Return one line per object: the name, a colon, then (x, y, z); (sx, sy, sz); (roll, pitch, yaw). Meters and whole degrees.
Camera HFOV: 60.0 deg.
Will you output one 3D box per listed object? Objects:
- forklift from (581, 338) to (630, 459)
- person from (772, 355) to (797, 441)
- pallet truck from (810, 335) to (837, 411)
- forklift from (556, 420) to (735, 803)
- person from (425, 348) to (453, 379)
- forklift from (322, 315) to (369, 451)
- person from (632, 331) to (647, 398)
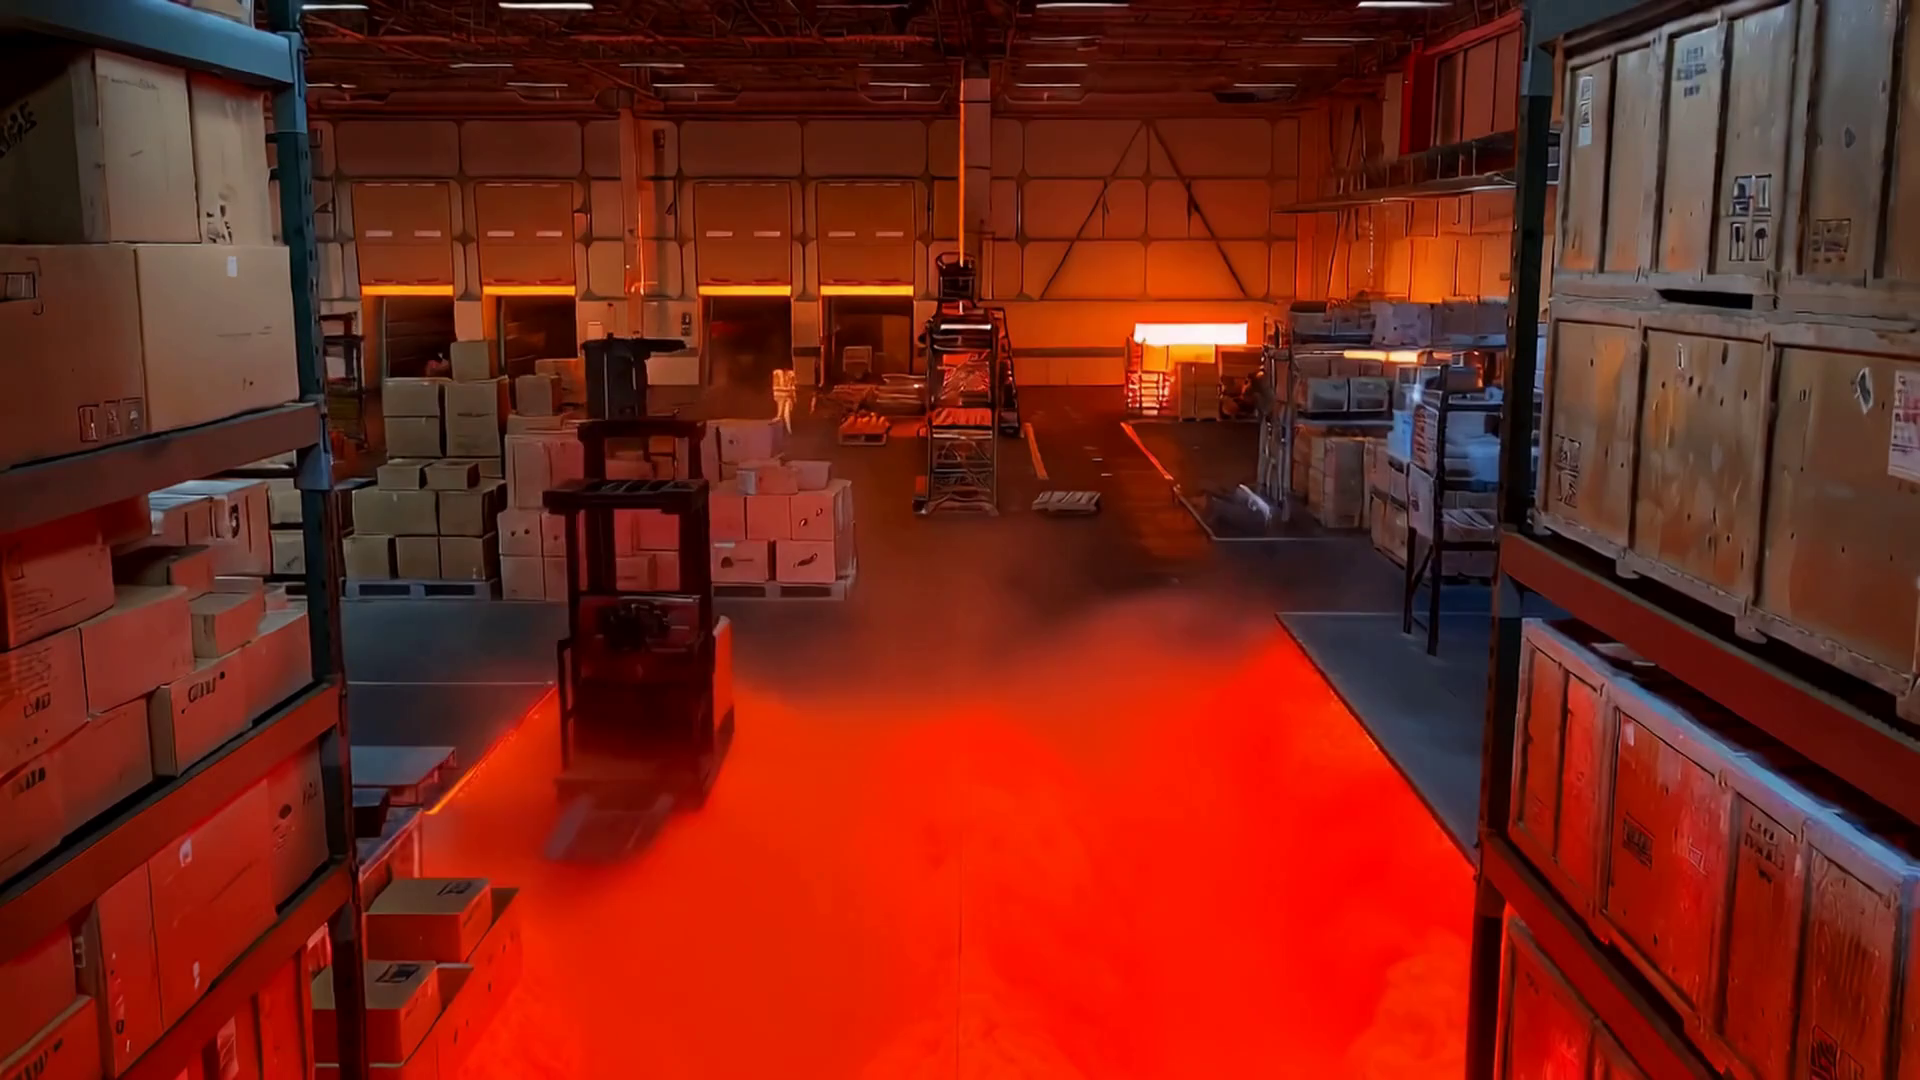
forklift: (-5.320, -1.639, 25.159); (1.873, 2.768, 1.129); (3, 10, 15)
person: (-3.852, -3.115, 36.546); (0.574, 1.885, 0.356); (-8, 13, -39)
pallet truck: (-3.021, -4.312, 43.126); (1.885, 1.965, 0.823); (3, 10, 17)
forklift: (-2.454, 0.450, 13.107); (1.129, 2.768, 1.873); (0, 10, 1)
person: (-12.131, -3.535, 38.906); (0.645, 1.908, 0.787); (-8, 13, -39)
forklift: (-13.158, -3.321, 34.861); (1.129, 2.768, 1.873); (-5, 11, -25)
person: (-9.072, -4.946, 46.987); (0.544, 1.929, 0.389); (8, 13, 40)
